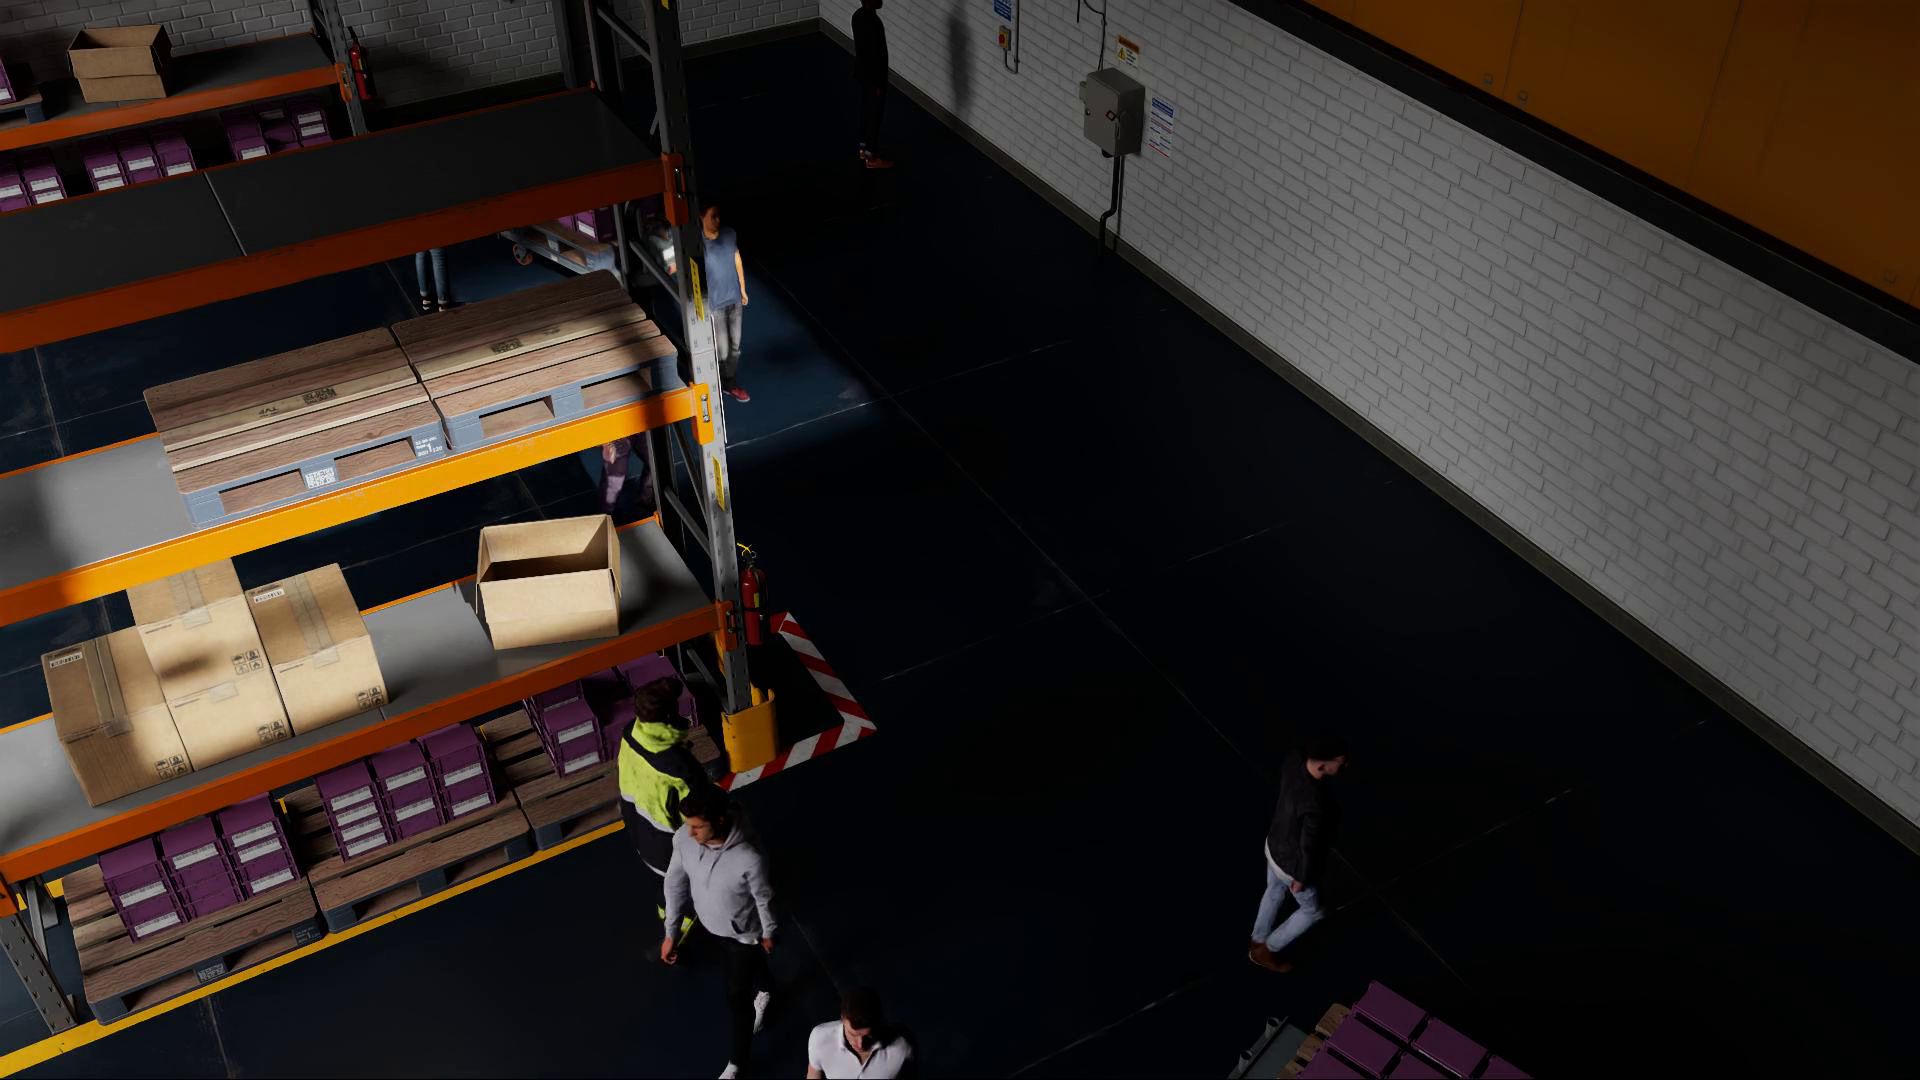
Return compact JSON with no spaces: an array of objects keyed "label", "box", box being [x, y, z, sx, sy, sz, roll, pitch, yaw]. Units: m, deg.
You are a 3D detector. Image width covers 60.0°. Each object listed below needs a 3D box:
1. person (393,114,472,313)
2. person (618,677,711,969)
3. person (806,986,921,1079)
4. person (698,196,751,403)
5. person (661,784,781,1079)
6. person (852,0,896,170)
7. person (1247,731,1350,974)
[{"label":"person","box":[-4.591,-2.779,14.205,0.740,1.820,0.679,27,46,30]},{"label":"person","box":[-1.576,1.533,8.690,0.919,1.963,0.964,26,45,29]},{"label":"person","box":[-0.432,2.540,7.526,0.743,1.842,0.857,-1,39,-2]},{"label":"person","box":[-1.958,-1.914,13.139,0.851,1.799,0.796,26,45,28]},{"label":"person","box":[-1.101,1.831,8.373,1.028,1.894,1.166,15,41,18]},{"label":"person","box":[-0.879,-4.602,16.488,0.672,1.818,0.748,-11,40,-13]},{"label":"person","box":[1.663,1.646,8.663,0.710,1.820,0.744,-8,39,-10]}]
